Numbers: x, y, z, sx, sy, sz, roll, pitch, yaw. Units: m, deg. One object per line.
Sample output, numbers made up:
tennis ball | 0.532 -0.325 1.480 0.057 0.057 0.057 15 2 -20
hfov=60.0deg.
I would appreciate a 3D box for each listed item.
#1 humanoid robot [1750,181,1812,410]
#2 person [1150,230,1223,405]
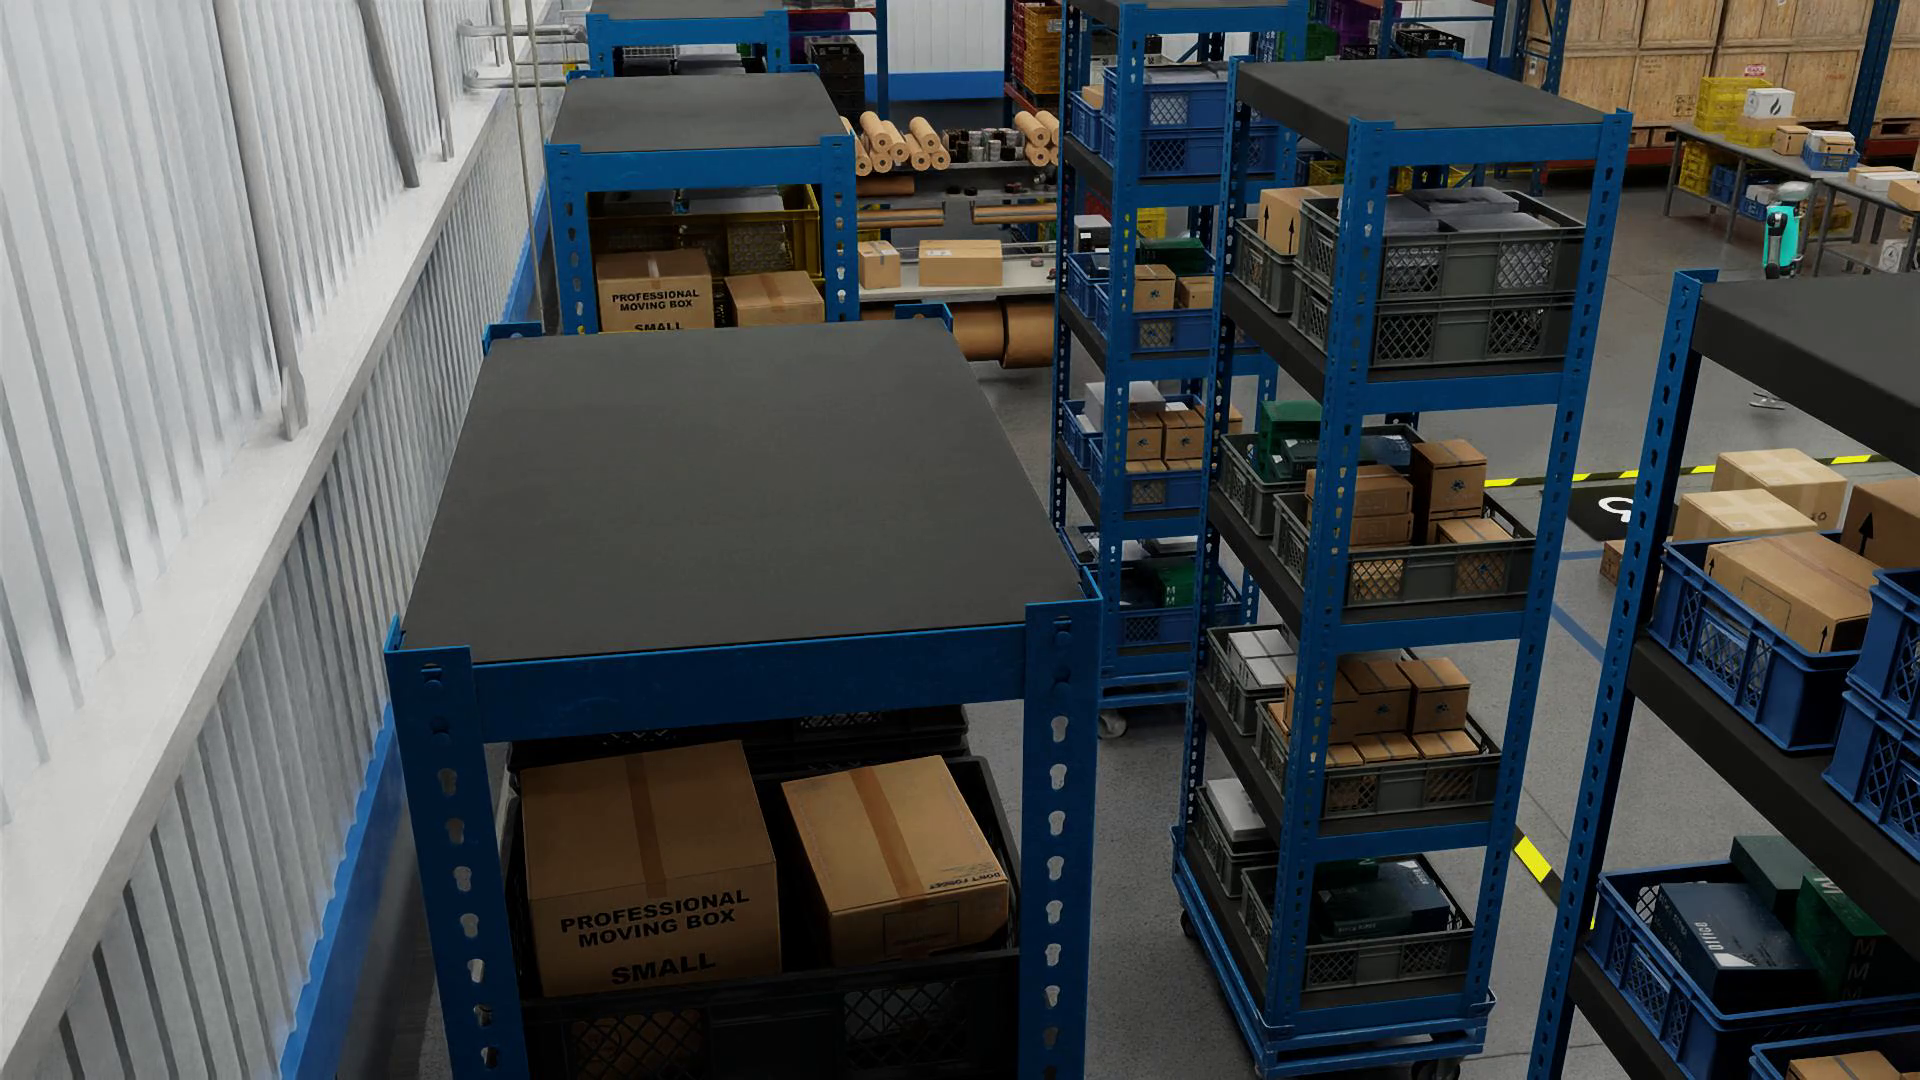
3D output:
humanoid robot | 6.204 -1.768 12.232 0.735 1.671 0.533 16 29 31
person | 1.463 -1.096 10.789 0.588 1.849 0.394 -4 25 -8
